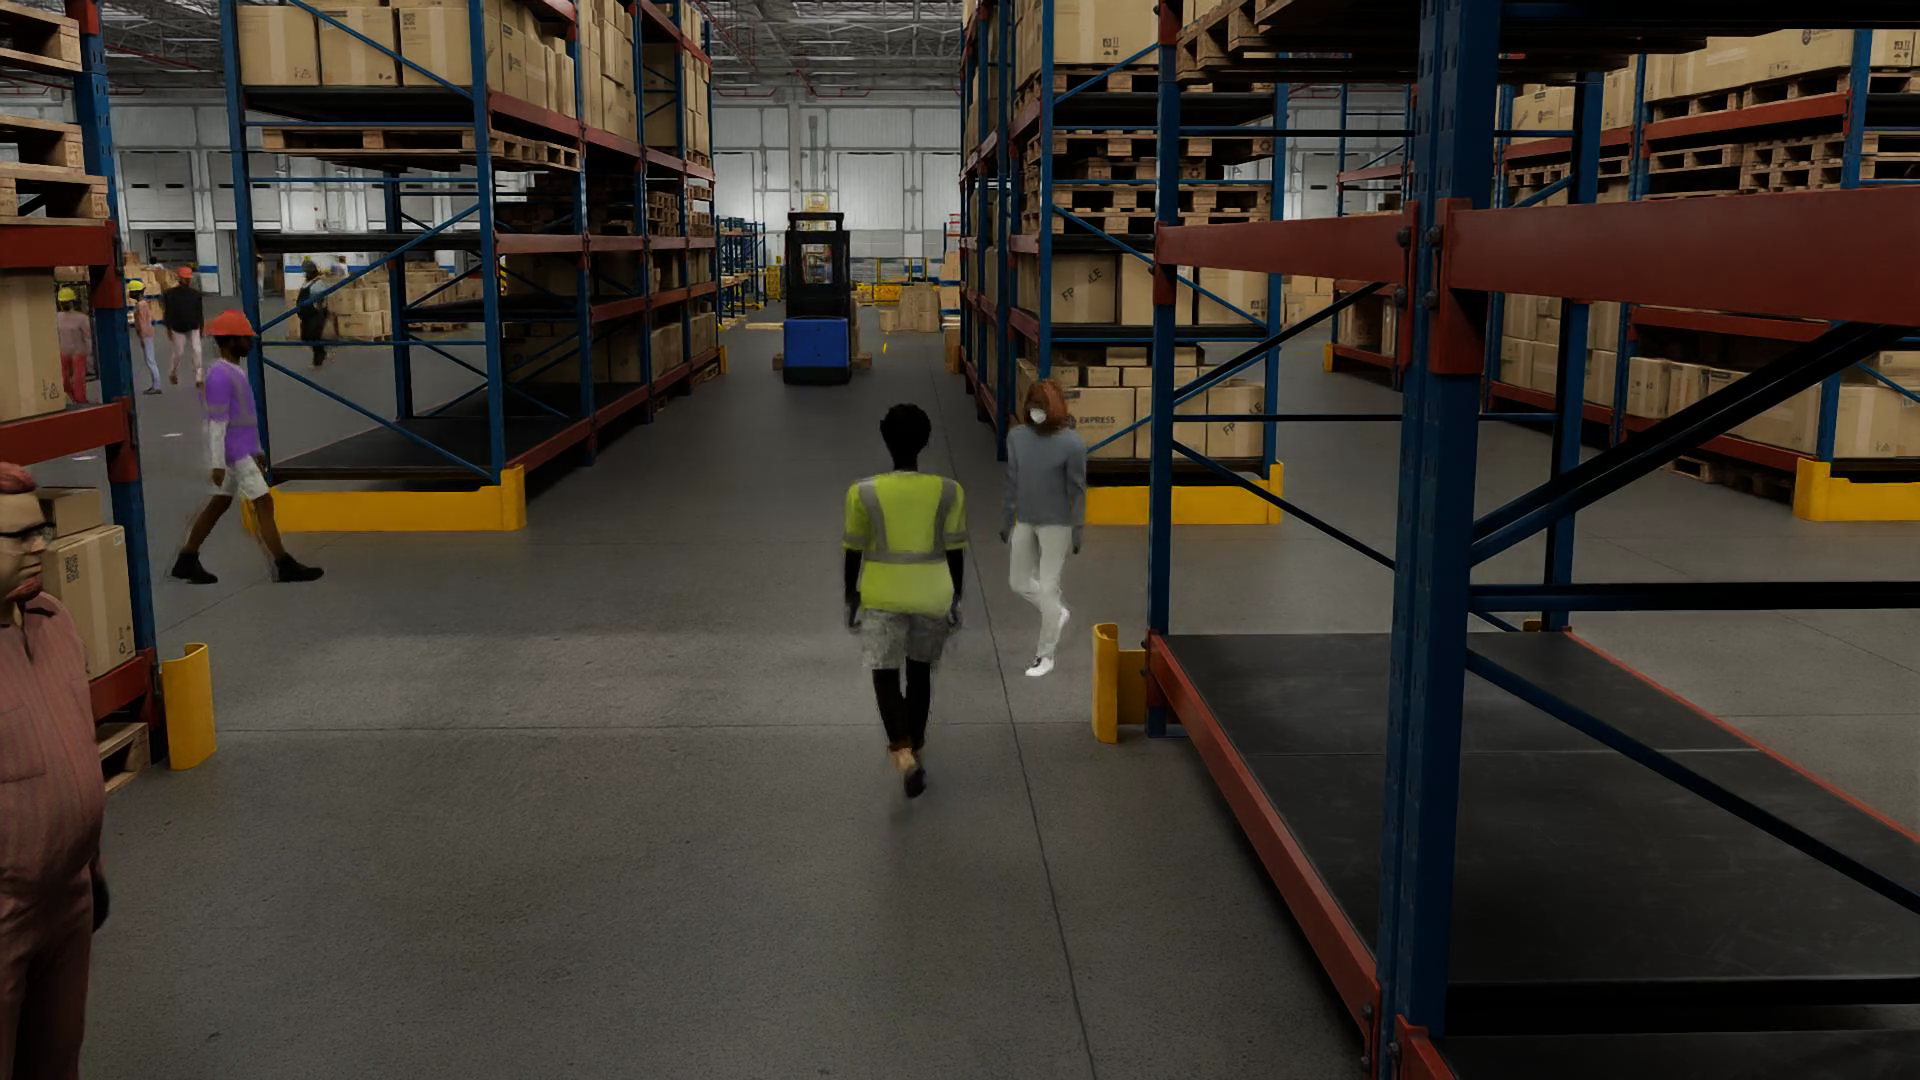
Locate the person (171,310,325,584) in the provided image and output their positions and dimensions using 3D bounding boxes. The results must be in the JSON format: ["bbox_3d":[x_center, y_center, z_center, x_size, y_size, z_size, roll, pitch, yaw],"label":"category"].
[{"bbox_3d":[-4.967,-0.620,11.351,0.987,1.901,0.549,-3,11,-17],"label":"person"}]

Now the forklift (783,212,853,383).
[{"bbox_3d":[-2.383,-4.060,27.737,1.129,2.768,1.873,0,10,-2],"label":"forklift"}]

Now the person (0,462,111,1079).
[{"bbox_3d":[-2.034,0.773,3.570,0.395,1.899,0.640,1,10,3],"label":"person"}]

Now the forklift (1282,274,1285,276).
[{"bbox_3d":[12.240,-10.302,62.509,1.129,2.768,1.873,0,10,-2],"label":"forklift"}]

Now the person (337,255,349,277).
[{"bbox_3d":[-20.421,-8.460,54.940,0.862,1.917,0.631,-7,12,-34],"label":"person"}]

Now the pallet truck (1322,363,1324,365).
[{"bbox_3d":[7.712,-4.157,30.737,1.885,1.965,0.823,3,11,16],"label":"pallet truck"}]

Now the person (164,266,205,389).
[{"bbox_3d":[-12.458,-3.414,26.692,0.626,1.968,0.811,-9,14,-42],"label":"person"}]

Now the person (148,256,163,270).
[{"bbox_3d":[-28.440,-9.109,58.768,0.629,1.840,0.429,4,11,20],"label":"person"}]

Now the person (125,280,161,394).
[{"bbox_3d":[-12.608,-3.121,25.659,0.377,1.754,0.539,-5,11,-25],"label":"person"}]

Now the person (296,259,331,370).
[{"bbox_3d":[-11.866,-4.125,30.440,0.694,2.000,0.543,10,14,44],"label":"person"}]

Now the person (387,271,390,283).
[{"bbox_3d":[-18.745,-8.403,55.257,0.534,1.692,0.321,-10,14,-44],"label":"person"}]

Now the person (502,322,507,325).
[{"bbox_3d":[-12.508,-6.916,46.681,0.955,1.807,0.532,-5,11,-25],"label":"person"}]

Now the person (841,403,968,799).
[{"bbox_3d":[-0.216,0.264,7.013,0.541,1.668,0.727,-2,10,-12],"label":"person"}]

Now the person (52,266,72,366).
[{"bbox_3d":[-17.117,-4.244,31.314,0.603,1.966,0.368,3,11,14],"label":"person"}]

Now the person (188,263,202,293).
[{"bbox_3d":[-23.233,-7.523,50.340,0.915,1.693,0.495,8,13,39],"label":"person"}]

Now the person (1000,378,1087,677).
[{"bbox_3d":[0.480,-0.086,9.099,0.517,1.618,0.501,7,12,35],"label":"person"}]

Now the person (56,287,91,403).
[{"bbox_3d":[-11.595,-2.419,21.714,0.549,1.752,0.407,0,10,2],"label":"person"}]

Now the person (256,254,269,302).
[{"bbox_3d":[-27.183,-10.226,64.804,0.807,1.897,0.621,4,11,22],"label":"person"}]

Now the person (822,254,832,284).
[{"bbox_3d":[-4.876,-9.782,62.347,0.886,1.904,0.555,-5,11,-27],"label":"person"}]
